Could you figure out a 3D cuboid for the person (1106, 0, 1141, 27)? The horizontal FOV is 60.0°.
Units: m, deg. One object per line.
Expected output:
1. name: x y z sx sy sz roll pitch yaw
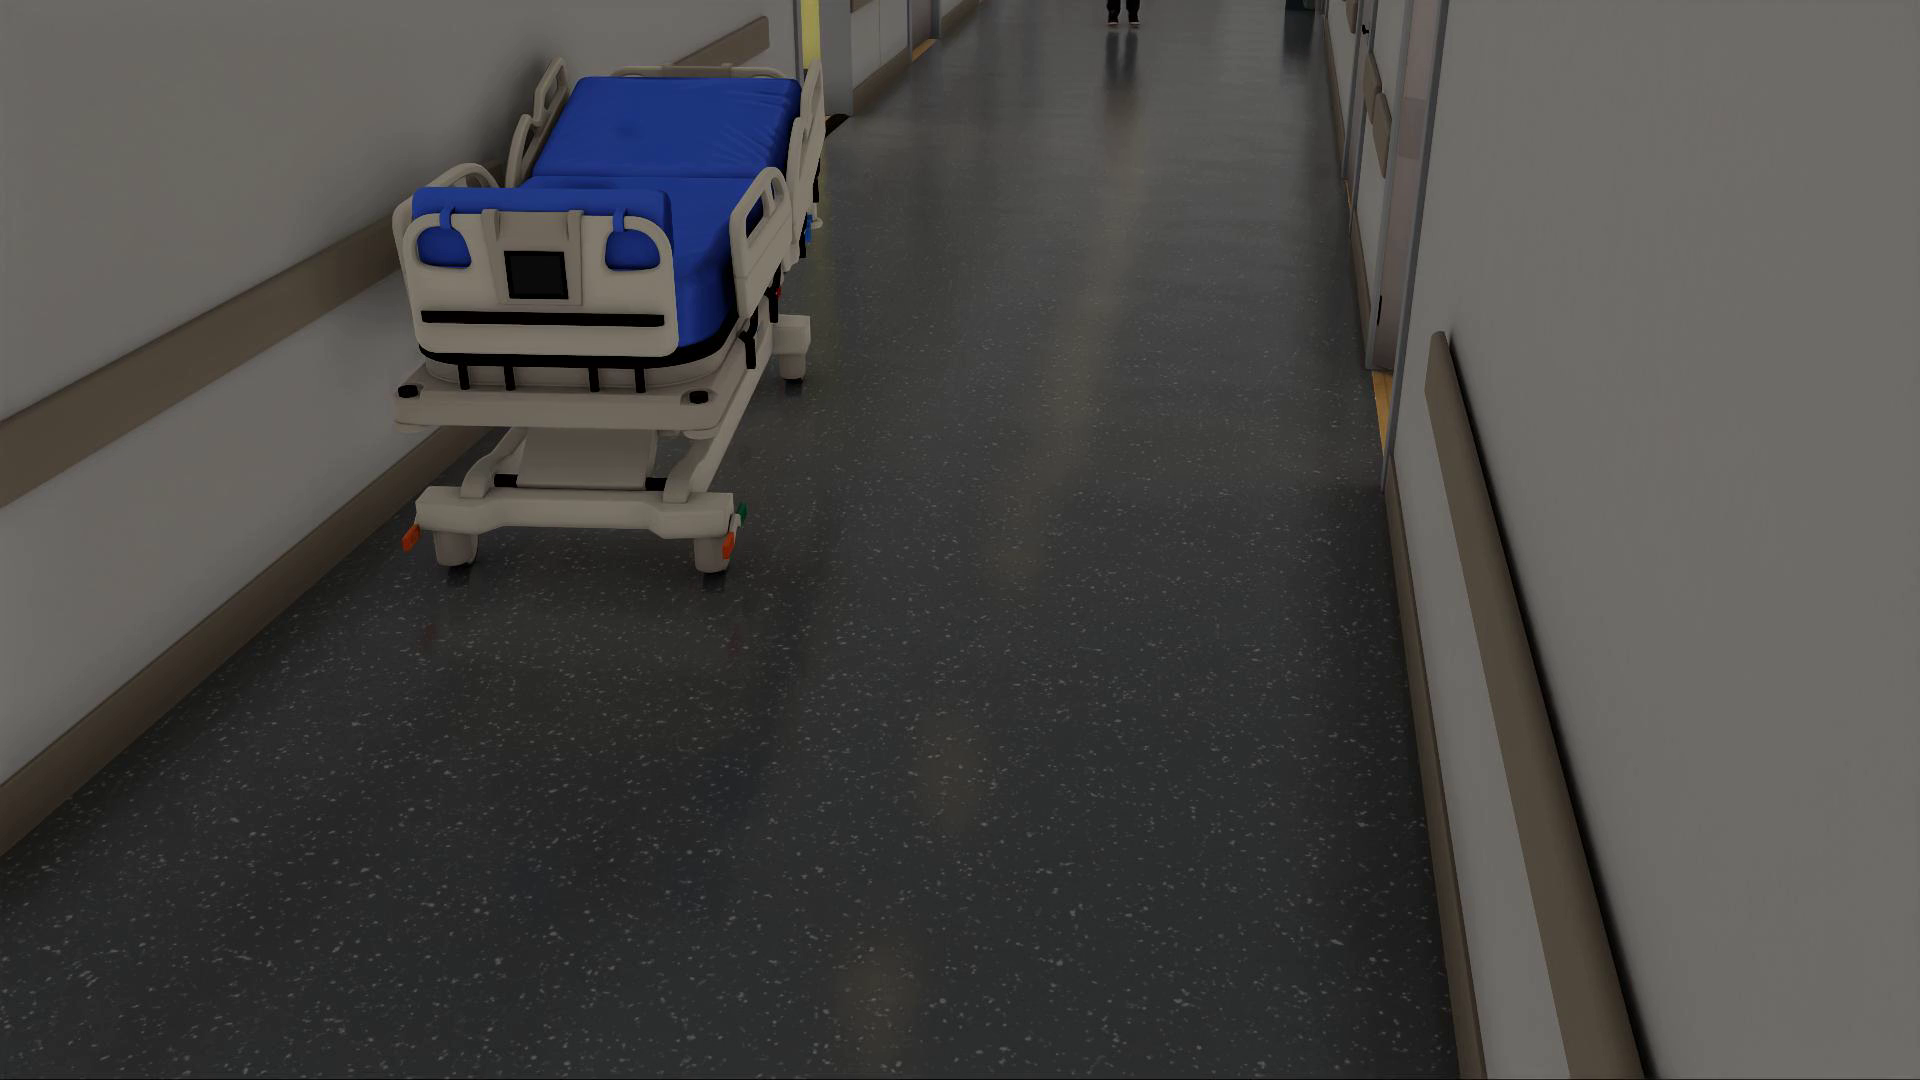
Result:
1. person: 1.557 -5.586 15.611 0.483 1.453 0.661 1 26 2
